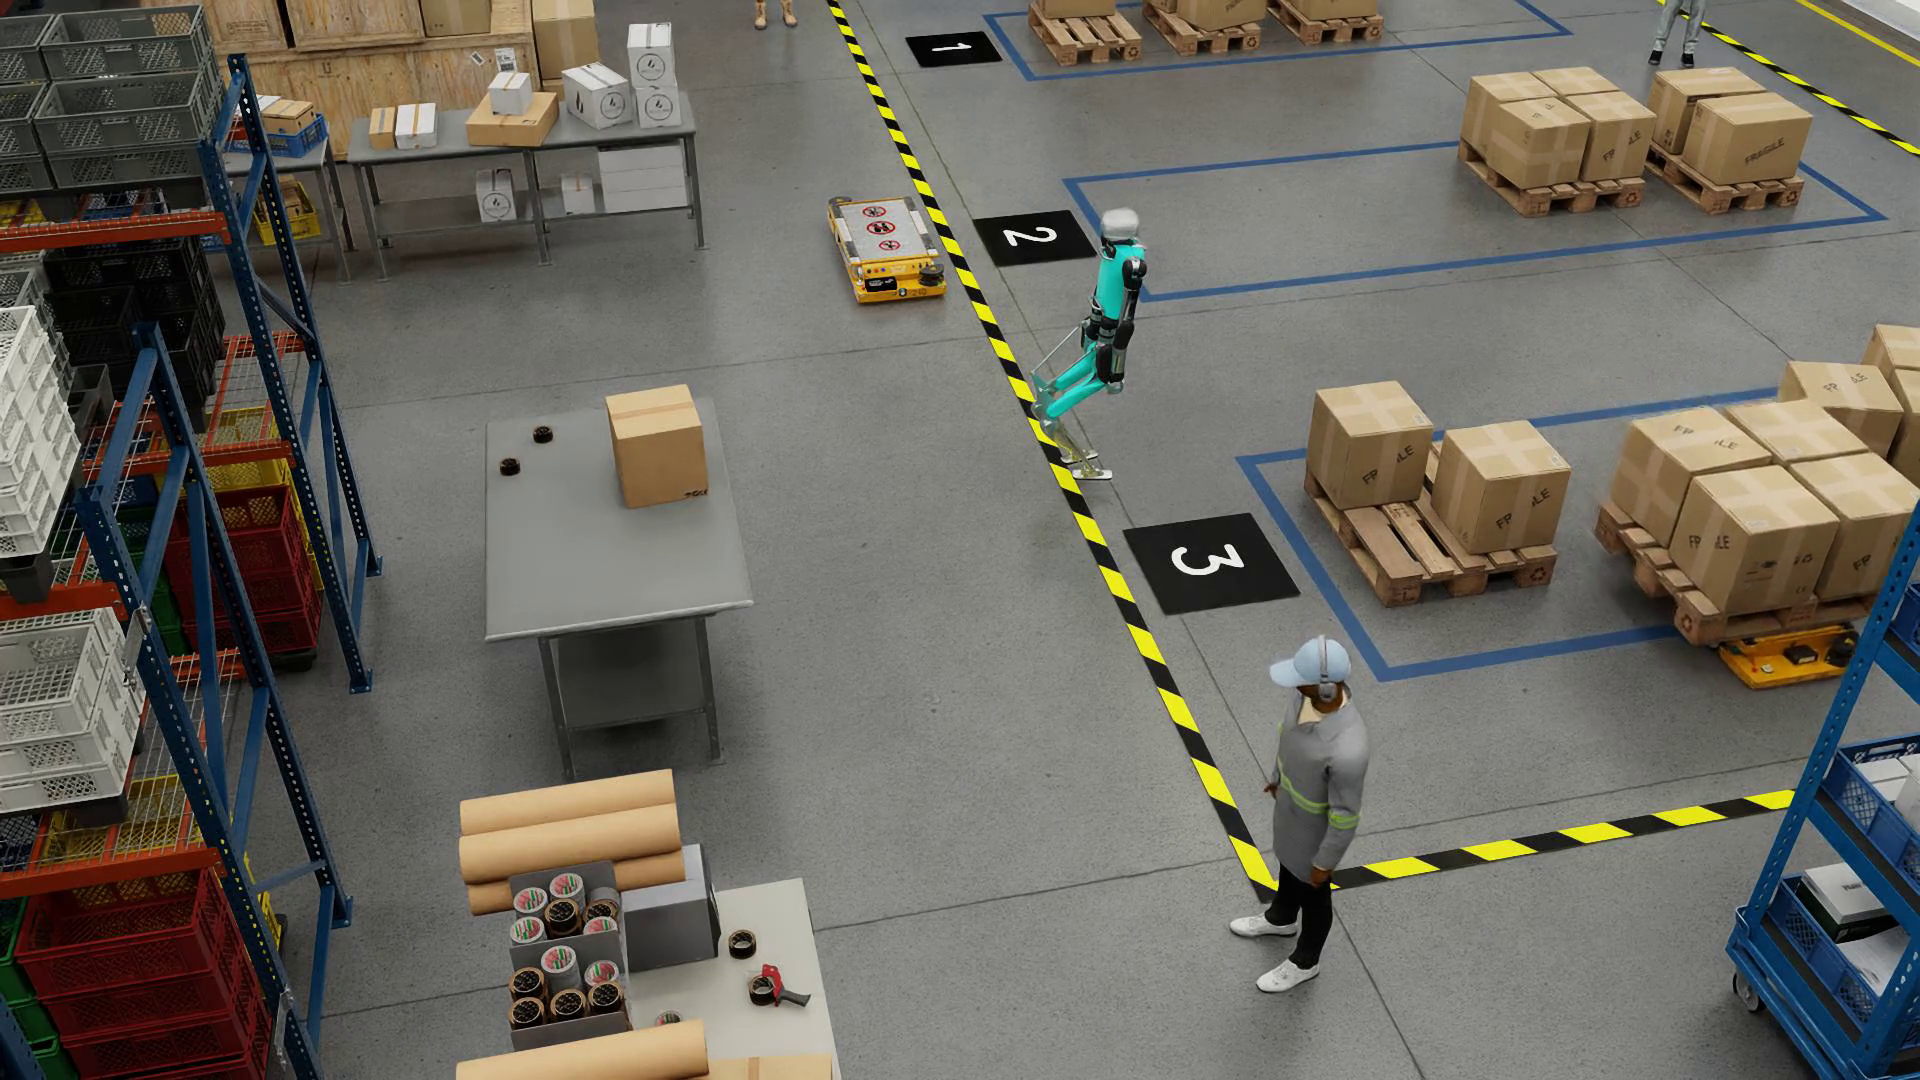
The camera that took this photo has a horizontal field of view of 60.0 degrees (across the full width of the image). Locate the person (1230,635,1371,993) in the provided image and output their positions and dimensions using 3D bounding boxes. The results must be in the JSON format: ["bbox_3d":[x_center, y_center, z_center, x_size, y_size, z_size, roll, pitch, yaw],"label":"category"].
[{"bbox_3d":[1.379,1.110,6.741,0.407,1.846,0.588,-6,37,-7],"label":"person"}]

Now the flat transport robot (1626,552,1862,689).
[{"bbox_3d":[4.269,0.253,9.190,0.652,0.197,1.431,-8,37,-10],"label":"flat transport robot"}]

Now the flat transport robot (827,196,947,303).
[{"bbox_3d":[-0.570,-2.220,12.538,0.659,0.231,1.431,-8,37,-10],"label":"flat transport robot"}]

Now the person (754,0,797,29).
[{"bbox_3d":[-1.837,-5.995,16.128,0.614,2.039,0.379,-8,37,-10],"label":"person"}]

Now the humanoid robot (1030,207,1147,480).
[{"bbox_3d":[0.681,-1.108,9.700,0.735,1.677,0.533,-7,37,-10],"label":"humanoid robot"}]

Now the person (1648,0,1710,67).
[{"bbox_3d":[6.810,-5.289,15.353,0.599,1.827,0.404,10,38,13],"label":"person"}]
